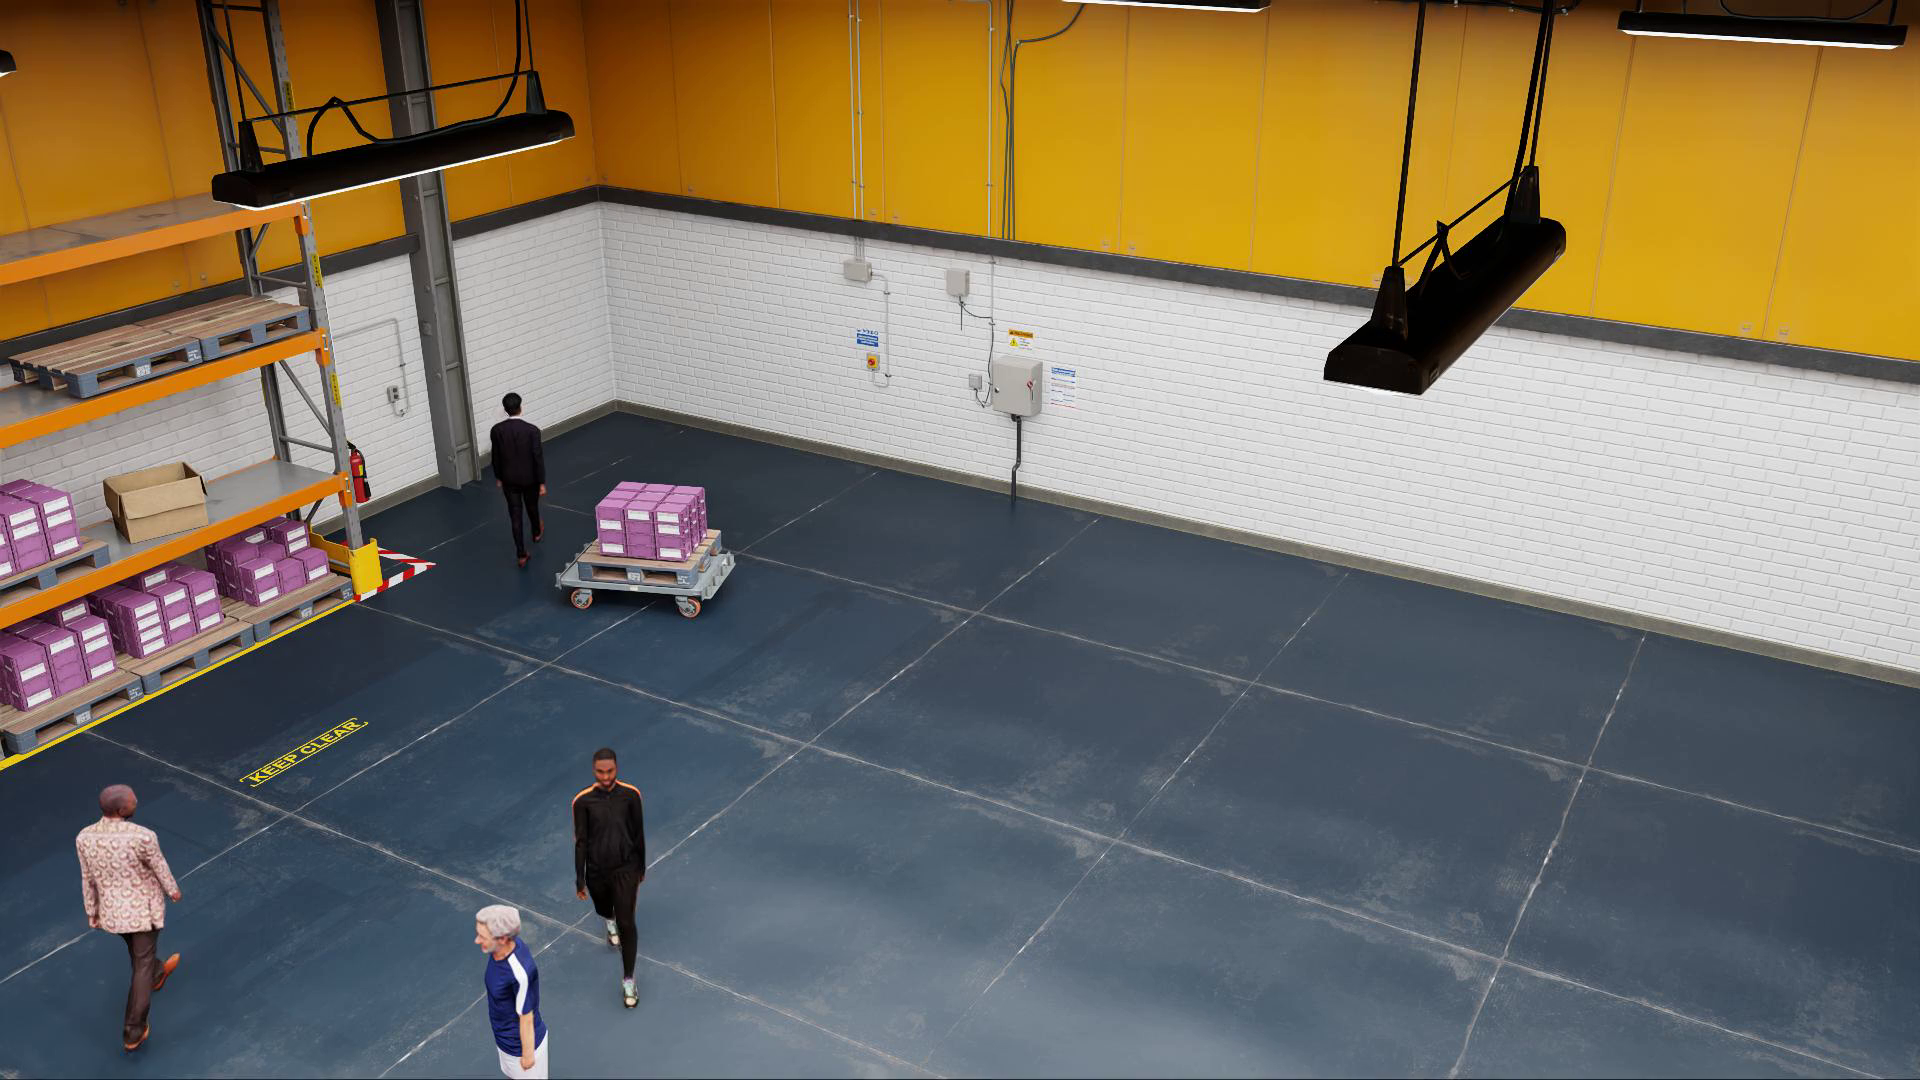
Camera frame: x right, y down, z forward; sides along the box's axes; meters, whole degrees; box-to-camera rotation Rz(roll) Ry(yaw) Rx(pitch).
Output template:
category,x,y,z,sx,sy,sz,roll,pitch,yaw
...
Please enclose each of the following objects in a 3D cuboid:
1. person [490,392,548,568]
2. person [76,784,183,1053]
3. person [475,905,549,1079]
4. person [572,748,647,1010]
category,x,y,z,sx,sy,sz,roll,pitch,yaw
person,-4.699,-0.608,17.644,1.114,1.833,1.278,-2,24,-4
person,-5.363,2.455,10.731,0.983,1.757,1.270,2,24,3
person,-2.559,2.872,9.683,0.692,1.833,0.703,-16,28,-32
person,-2.379,2.192,11.310,1.134,1.776,1.223,-5,24,-11
